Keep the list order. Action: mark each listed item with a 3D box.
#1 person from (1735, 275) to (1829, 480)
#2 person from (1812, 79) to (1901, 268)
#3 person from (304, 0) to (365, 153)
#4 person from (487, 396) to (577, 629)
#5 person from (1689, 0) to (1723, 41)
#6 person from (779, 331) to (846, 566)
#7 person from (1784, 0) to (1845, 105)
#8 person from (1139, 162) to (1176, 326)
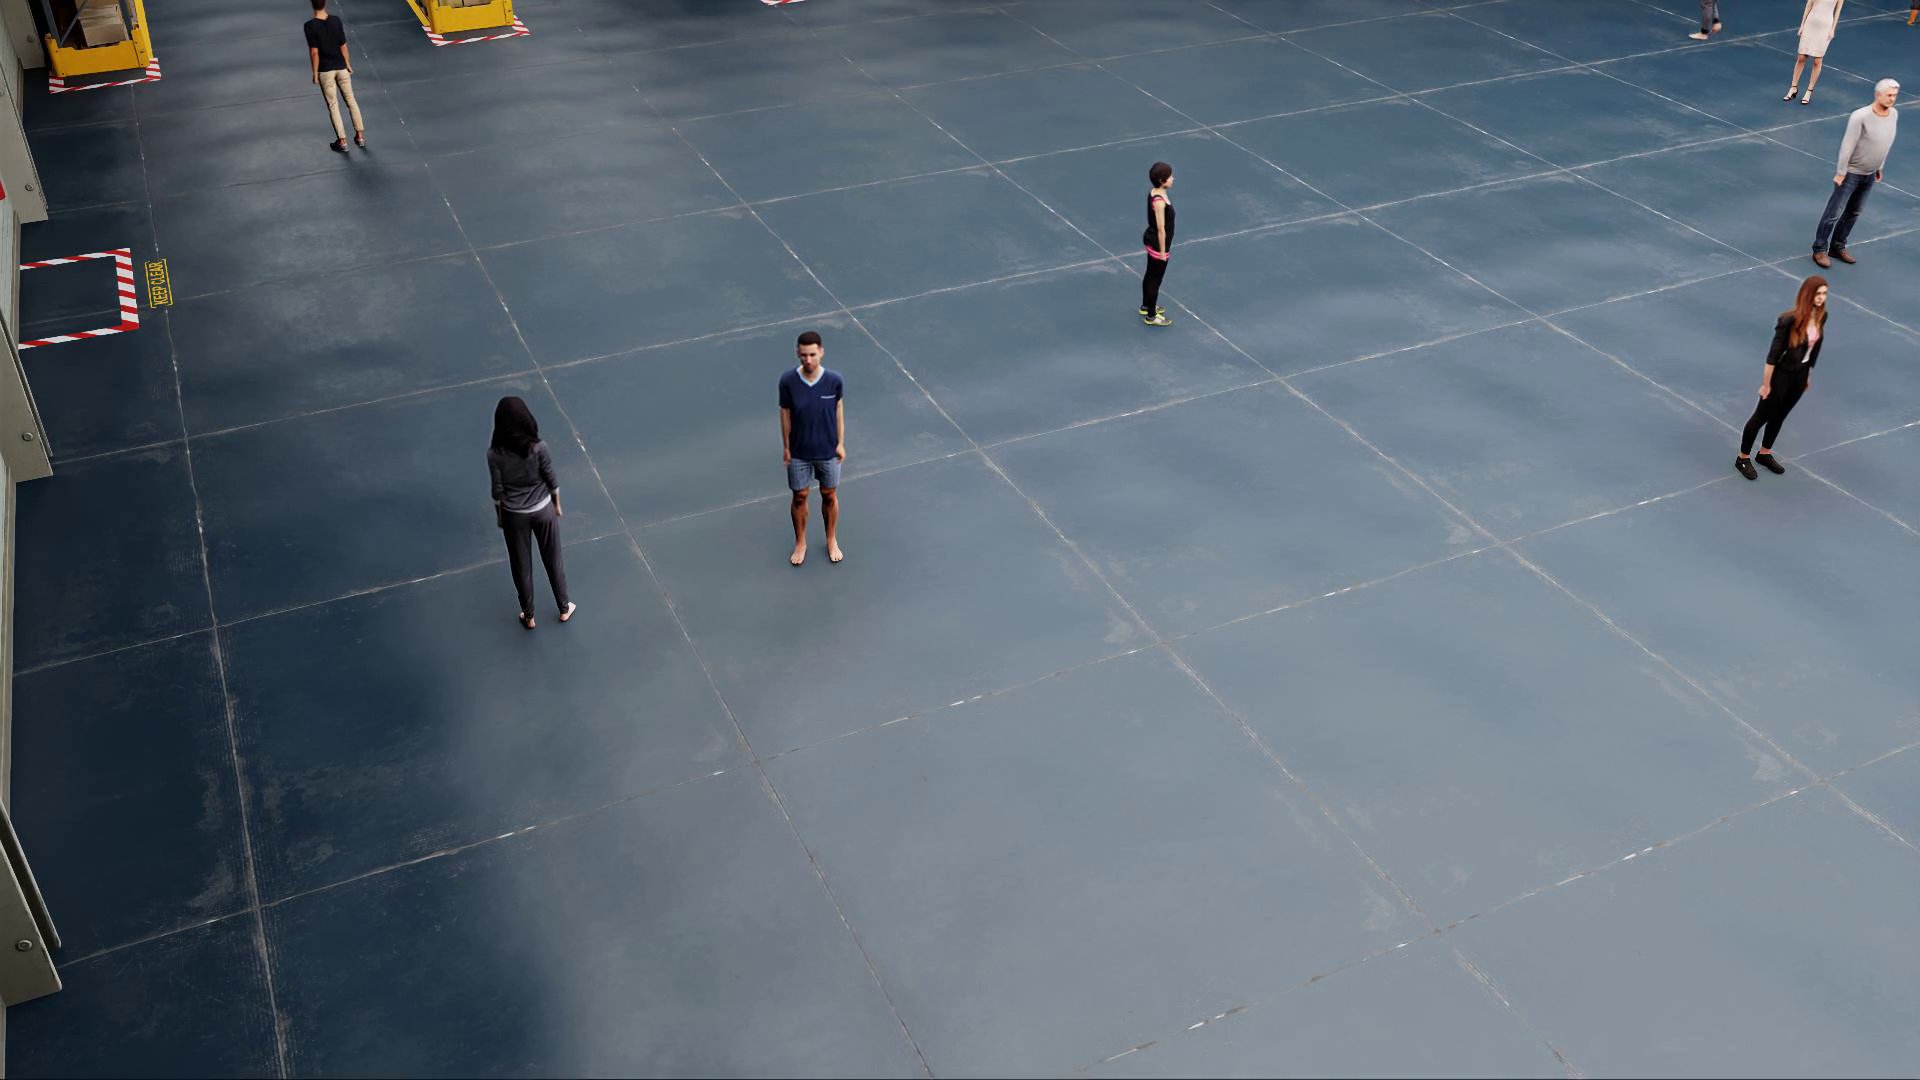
[{"bbox_3d":[6.546,-1.310,13.181,0.630,1.711,0.558,-10,34,-15],"label":"person"},{"bbox_3d":[9.002,-3.696,16.669,0.758,1.908,0.649,-11,35,-16],"label":"person"},{"bbox_3d":[-7.362,-5.513,19.510,0.659,1.857,0.703,27,42,35],"label":"person"},{"bbox_3d":[-2.957,-0.181,11.397,0.626,1.764,0.549,-10,34,-14],"label":"person"},{"bbox_3d":[10.633,-7.884,23.175,0.792,1.836,0.763,-24,40,-32],"label":"person"},{"bbox_3d":[-1.068,-0.686,12.094,0.691,1.850,0.672,-3,33,-4],"label":"person"},{"bbox_3d":[10.811,-6.428,20.942,0.560,1.829,0.703,27,41,35],"label":"person"},{"bbox_3d":[1.850,-2.797,15.612,0.659,1.553,0.542,-3,33,-4],"label":"person"}]
